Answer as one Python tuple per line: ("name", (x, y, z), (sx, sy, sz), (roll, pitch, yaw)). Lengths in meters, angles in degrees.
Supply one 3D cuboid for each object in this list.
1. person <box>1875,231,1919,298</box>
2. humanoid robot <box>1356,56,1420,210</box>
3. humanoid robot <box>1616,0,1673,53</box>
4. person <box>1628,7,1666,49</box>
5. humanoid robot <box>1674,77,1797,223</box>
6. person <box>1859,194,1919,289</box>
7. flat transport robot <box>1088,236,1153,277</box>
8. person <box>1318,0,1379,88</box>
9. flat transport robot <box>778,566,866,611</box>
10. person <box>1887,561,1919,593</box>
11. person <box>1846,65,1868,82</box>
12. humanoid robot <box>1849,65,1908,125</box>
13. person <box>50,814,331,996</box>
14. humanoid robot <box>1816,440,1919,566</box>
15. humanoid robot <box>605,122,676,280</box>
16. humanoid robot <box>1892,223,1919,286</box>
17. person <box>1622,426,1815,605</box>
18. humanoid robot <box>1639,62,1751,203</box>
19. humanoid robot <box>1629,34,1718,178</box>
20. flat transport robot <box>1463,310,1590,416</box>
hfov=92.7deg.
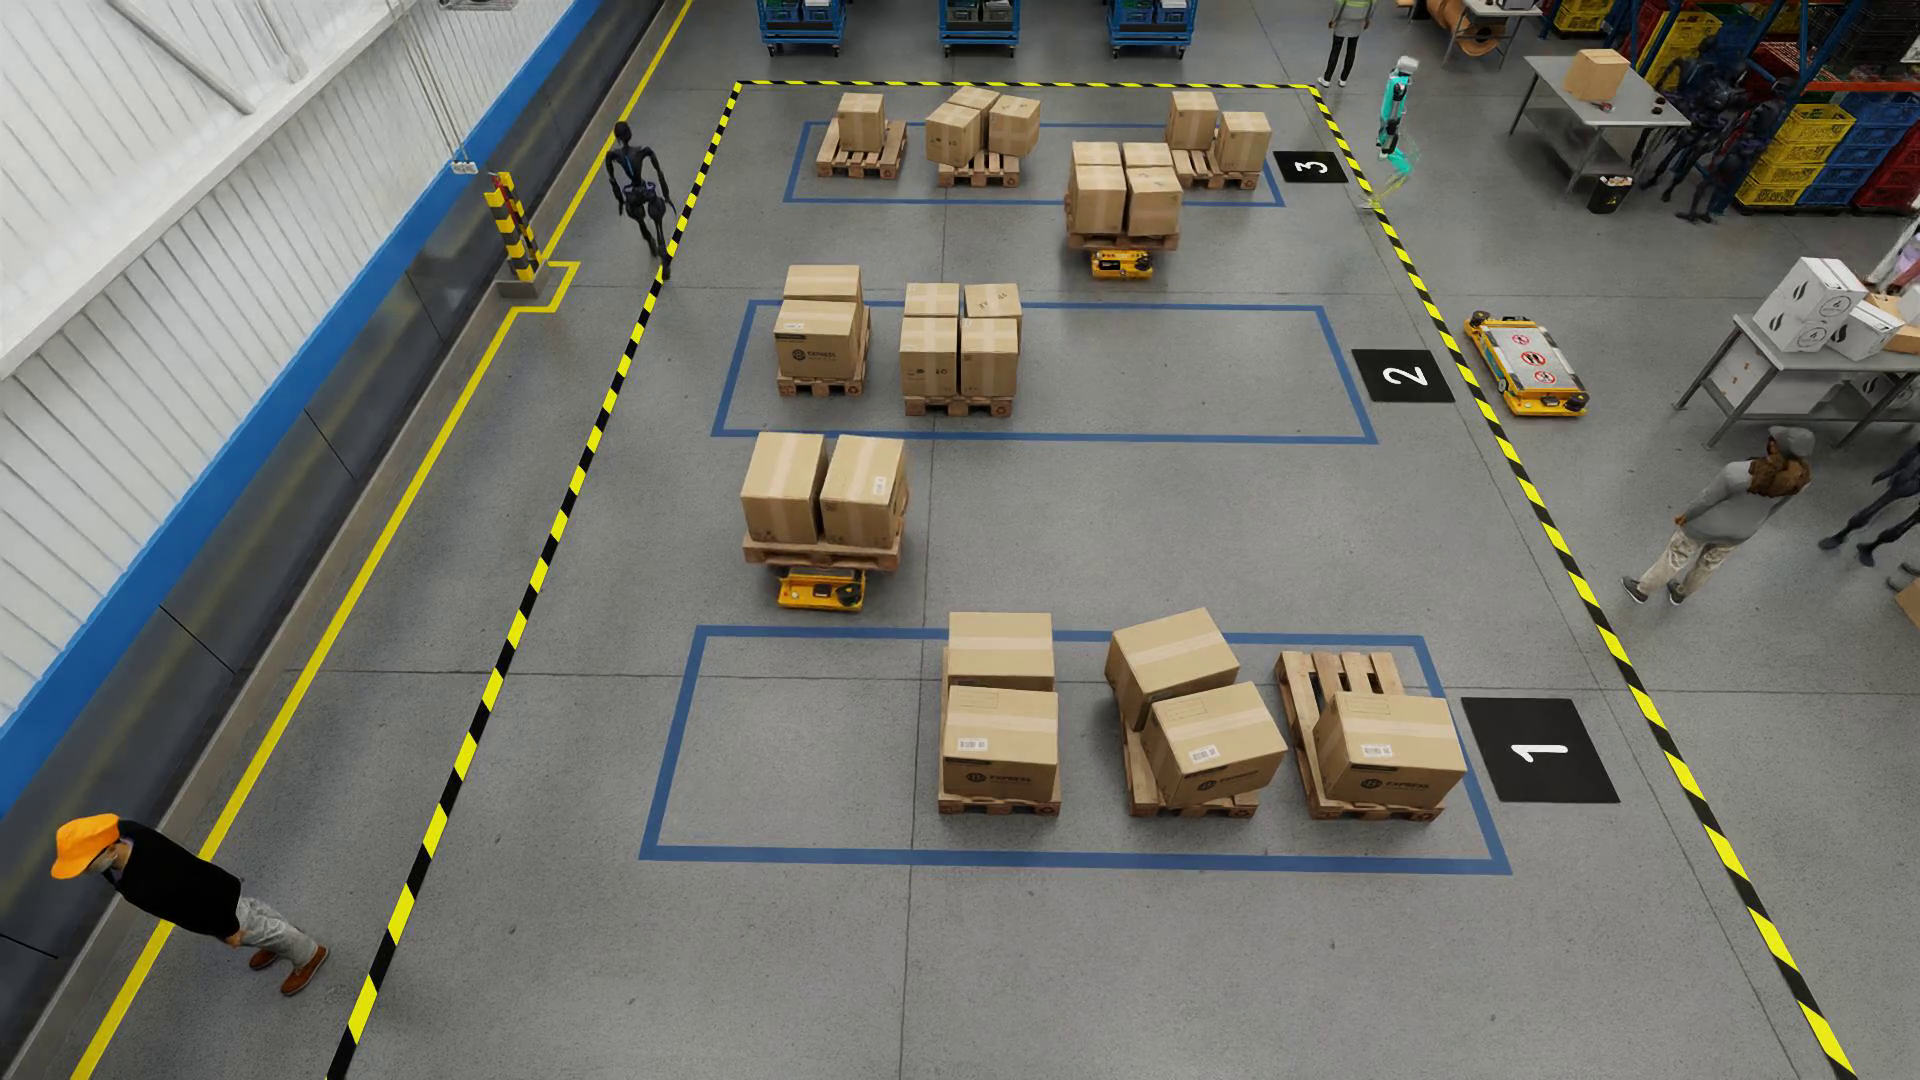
("person", (8.898, -2.568, 8.594), (0.412, 2.034, 0.607), (34, 57, 26))
("humanoid robot", (5.072, -4.563, 10.486), (0.773, 1.726, 0.545), (10, 50, 8))
("humanoid robot", (10.197, -7.848, 13.415), (0.614, 1.640, 0.615), (-9, 50, -7))
("person", (10.604, -8.145, 13.461), (0.361, 1.963, 0.613), (-4, 49, -3))
("humanoid robot", (8.855, -4.416, 10.417), (0.611, 1.650, 0.363), (-21, 52, -17))
("person", (10.088, -3.328, 9.372), (0.678, 1.853, 0.344), (24, 53, 19))
("flat transport robot", (1.812, -3.517, 10.559), (0.652, 0.197, 1.431), (1, 49, 1))
("person", (5.482, -7.340, 12.839), (0.599, 1.850, 0.391), (0, 49, 0))
("flat transport robot", (-1.053, -0.055, 7.563), (0.652, 0.197, 1.431), (3, 49, 2))
("person", (7.700, -0.255, 6.652), (0.602, 1.939, 0.411), (-31, 56, -24))
("person", (13.330, -7.341, 12.875), (0.695, 1.797, 0.617), (14, 51, 12))
("humanoid robot", (12.203, -6.208, 11.994), (0.632, 1.647, 0.617), (1, 49, 1))
("person", (-3.988, 1.911, 4.811), (0.589, 1.884, 0.353), (24, 53, 20))
("humanoid robot", (7.386, -0.406, 6.958), (0.392, 1.650, 0.596), (-28, 55, -22))
("humanoid robot", (-3.375, -3.669, 9.797), (0.596, 1.626, 0.750), (-7, 50, -6))
("humanoid robot", (9.493, -2.731, 8.837), (0.735, 1.677, 0.533), (-10, 50, -9))
("person", (5.531, -0.127, 6.650), (0.563, 1.769, 0.400), (5, 49, 4))
("humanoid robot", (8.694, -4.767, 10.736), (0.396, 1.639, 0.596), (-36, 58, -27))
("humanoid robot", (8.626, -5.289, 11.183), (0.604, 1.644, 0.489), (17, 51, 14))
("flat transport robot", (5.573, -1.757, 9.054), (0.659, 0.231, 1.431), (1, 49, 1))
